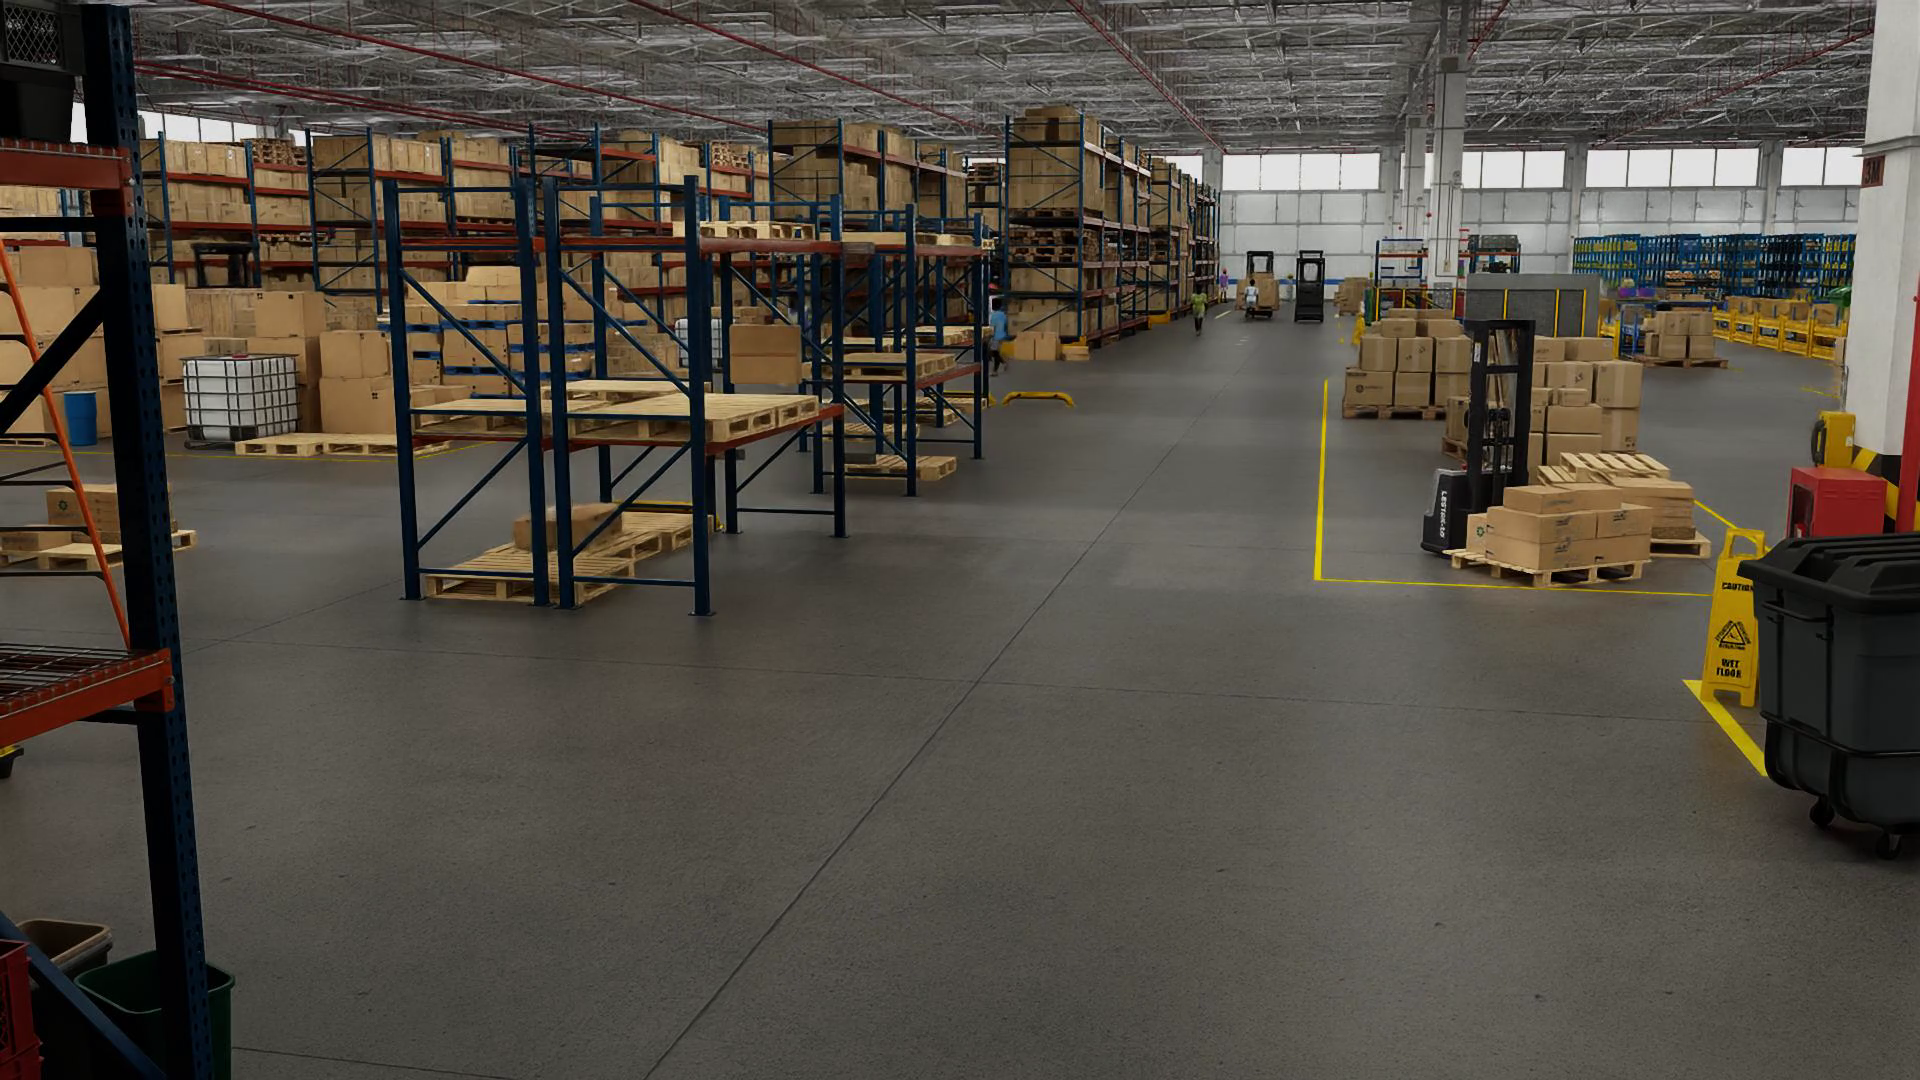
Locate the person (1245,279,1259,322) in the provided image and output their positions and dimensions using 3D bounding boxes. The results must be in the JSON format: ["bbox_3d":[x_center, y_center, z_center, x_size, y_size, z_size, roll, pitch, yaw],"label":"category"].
[{"bbox_3d":[11.592,-9.497,66.013,0.550,1.670,0.697,2,10,14],"label":"person"}]

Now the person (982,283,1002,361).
[{"bbox_3d":[0.738,-5.329,40.684,0.583,1.900,0.496,-3,10,-20],"label":"person"}]

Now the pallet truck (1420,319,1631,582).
[{"bbox_3d":[4.543,-0.757,13.299,0.823,1.965,1.885,-4,10,-22],"label":"pallet truck"}]

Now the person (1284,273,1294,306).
[{"bbox_3d":[17.636,-13.392,88.928,0.423,1.731,0.490,9,13,43],"label":"person"}]

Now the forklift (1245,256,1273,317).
[{"bbox_3d":[12.761,-10.902,70.762,1.129,2.768,1.873,2,10,12],"label":"forklift"}]

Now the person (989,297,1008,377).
[{"bbox_3d":[0.812,-4.262,34.993,0.493,1.683,0.540,7,12,35],"label":"person"}]

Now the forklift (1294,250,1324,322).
[{"bbox_3d":[13.778,-10.002,65.433,1.129,2.768,1.873,2,10,12],"label":"forklift"}]

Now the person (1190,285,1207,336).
[{"bbox_3d":[7.715,-7.429,53.802,0.536,1.657,0.875,3,10,15],"label":"person"}]

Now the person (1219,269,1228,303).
[{"bbox_3d":[14.947,-14.379,94.135,0.543,1.939,0.370,9,13,42],"label":"person"}]

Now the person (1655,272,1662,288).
[{"bbox_3d":[36.820,-13.173,87.372,0.586,1.817,0.449,4,10,21],"label":"person"}]

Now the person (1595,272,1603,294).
[{"bbox_3d":[28.635,-11.091,74.792,0.656,1.893,0.586,-6,11,-30],"label":"person"}]

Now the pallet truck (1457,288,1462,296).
[{"bbox_3d":[20.506,-9.785,68.819,0.653,1.274,1.630,2,10,12],"label":"pallet truck"}]

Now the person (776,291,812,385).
[{"bbox_3d":[-3.214,-3.967,32.734,0.604,1.853,1.024,9,13,42],"label":"person"}]

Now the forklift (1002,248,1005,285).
[{"bbox_3d":[1.851,-8.127,54.333,1.129,2.768,1.873,2,10,12],"label":"forklift"}]

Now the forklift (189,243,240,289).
[{"bbox_3d":[-16.061,-5.037,36.032,1.873,2.768,1.129,9,13,43],"label":"forklift"}]
